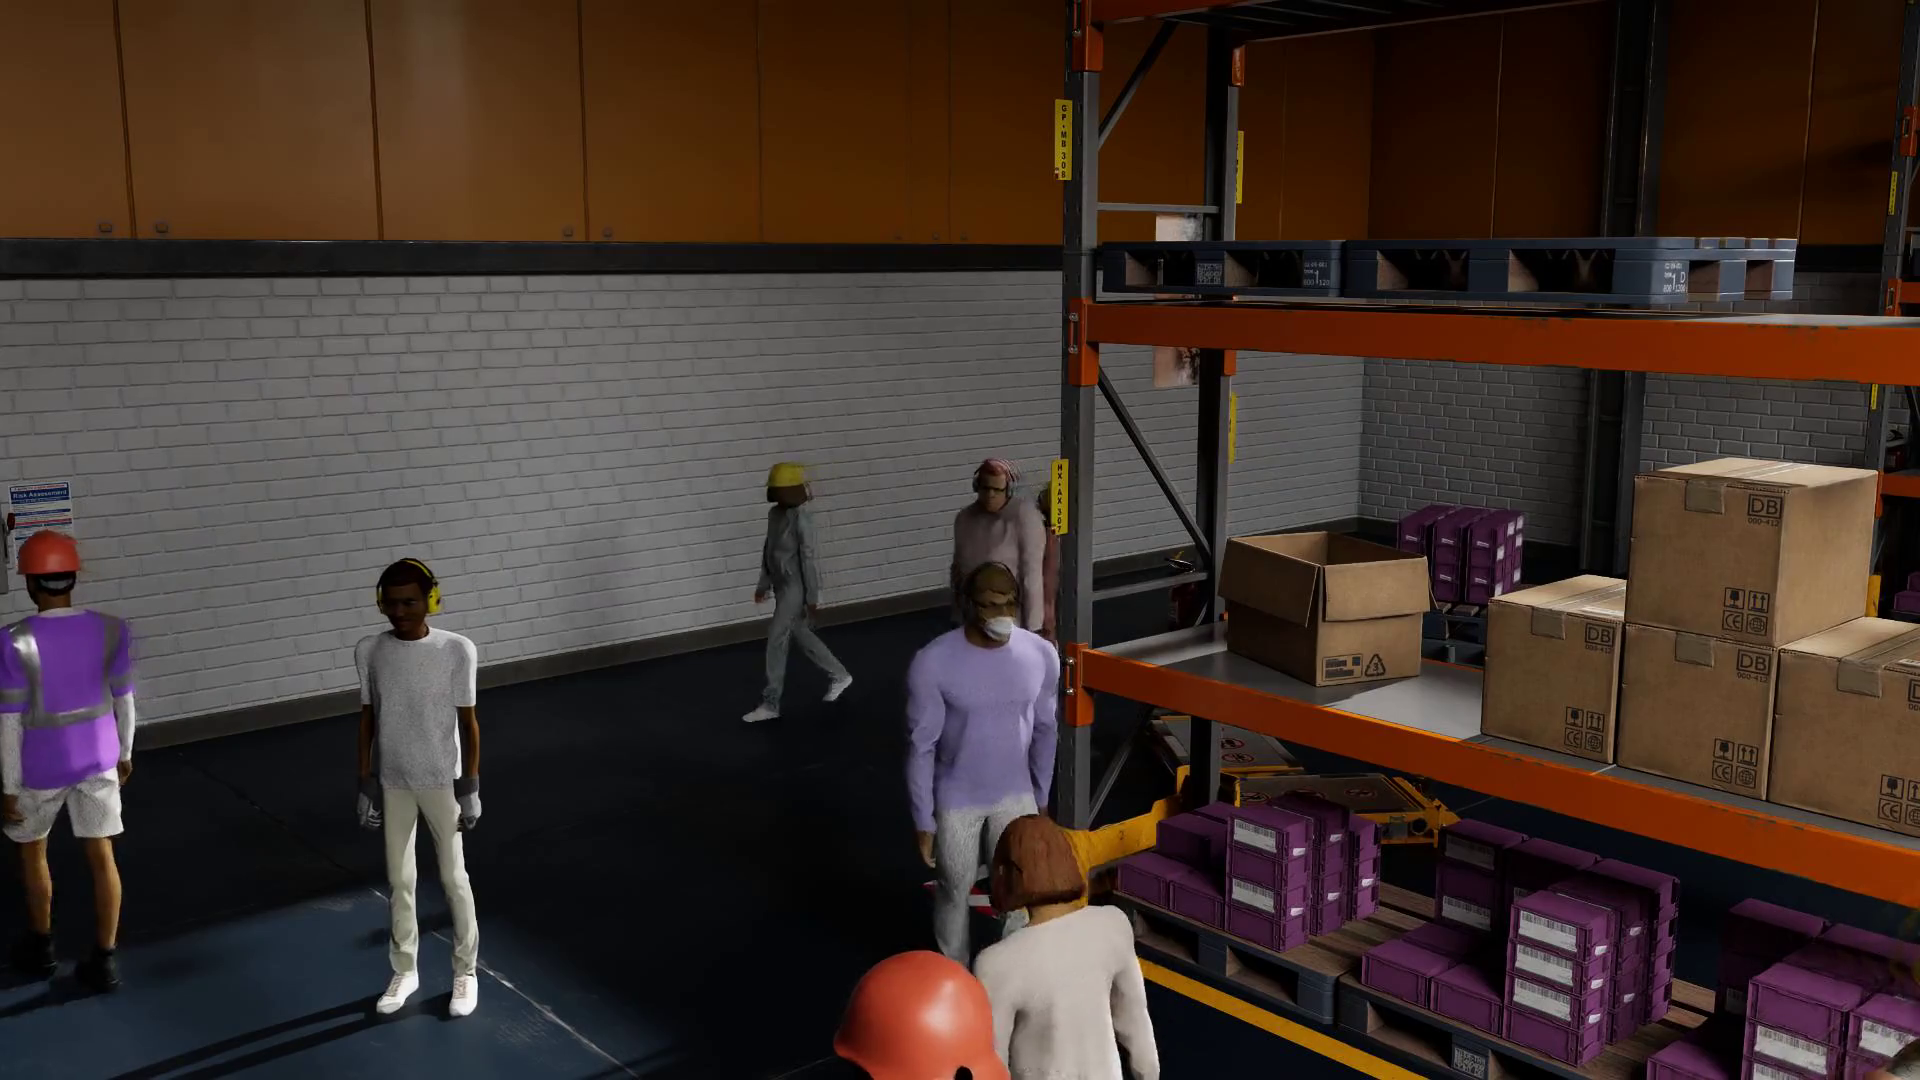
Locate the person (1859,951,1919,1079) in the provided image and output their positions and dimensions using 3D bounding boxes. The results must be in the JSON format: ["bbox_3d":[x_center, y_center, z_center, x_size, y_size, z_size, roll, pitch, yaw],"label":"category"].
[{"bbox_3d":[1.817,1.574,3.062,0.620,1.903,0.571,-7,12,-35],"label":"person"}]

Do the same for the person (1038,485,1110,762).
[{"bbox_3d":[0.473,0.490,9.987,0.773,1.700,0.583,-1,10,-7],"label":"person"}]

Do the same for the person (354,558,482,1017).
[{"bbox_3d":[-2.170,0.985,6.647,0.510,1.860,0.315,0,10,3],"label":"person"}]

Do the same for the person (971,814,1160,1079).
[{"bbox_3d":[0.253,1.500,4.436,0.548,1.572,0.874,-7,12,-35],"label":"person"}]

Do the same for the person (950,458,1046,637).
[{"bbox_3d":[0.220,0.439,9.768,0.676,1.883,0.528,9,13,41],"label":"person"}]

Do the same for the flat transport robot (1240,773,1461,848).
[{"bbox_3d":[1.882,1.424,8.715,1.431,0.197,0.652,-1,10,-5],"label":"flat transport robot"}]

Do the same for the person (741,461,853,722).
[{"bbox_3d":[-1.072,0.311,11.035,0.853,1.707,0.491,-6,11,-30],"label":"person"}]

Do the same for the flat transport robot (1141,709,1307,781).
[{"bbox_3d":[1.519,1.255,9.704,0.652,0.197,1.431,-1,10,-5],"label":"flat transport robot"}]

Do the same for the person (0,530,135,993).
[{"bbox_3d":[-3.765,0.905,6.947,0.770,1.910,0.585,8,13,40],"label":"person"}]

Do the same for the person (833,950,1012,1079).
[{"bbox_3d":[-0.086,1.605,2.794,0.365,1.932,0.552,2,10,12],"label":"person"}]

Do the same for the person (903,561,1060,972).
[{"bbox_3d":[0.117,1.031,6.247,0.652,1.890,0.989,-3,10,-16],"label":"person"}]

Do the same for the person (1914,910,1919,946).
[{"bbox_3d":[4.426,0.920,6.869,0.809,1.905,0.638,9,13,42],"label":"person"}]
